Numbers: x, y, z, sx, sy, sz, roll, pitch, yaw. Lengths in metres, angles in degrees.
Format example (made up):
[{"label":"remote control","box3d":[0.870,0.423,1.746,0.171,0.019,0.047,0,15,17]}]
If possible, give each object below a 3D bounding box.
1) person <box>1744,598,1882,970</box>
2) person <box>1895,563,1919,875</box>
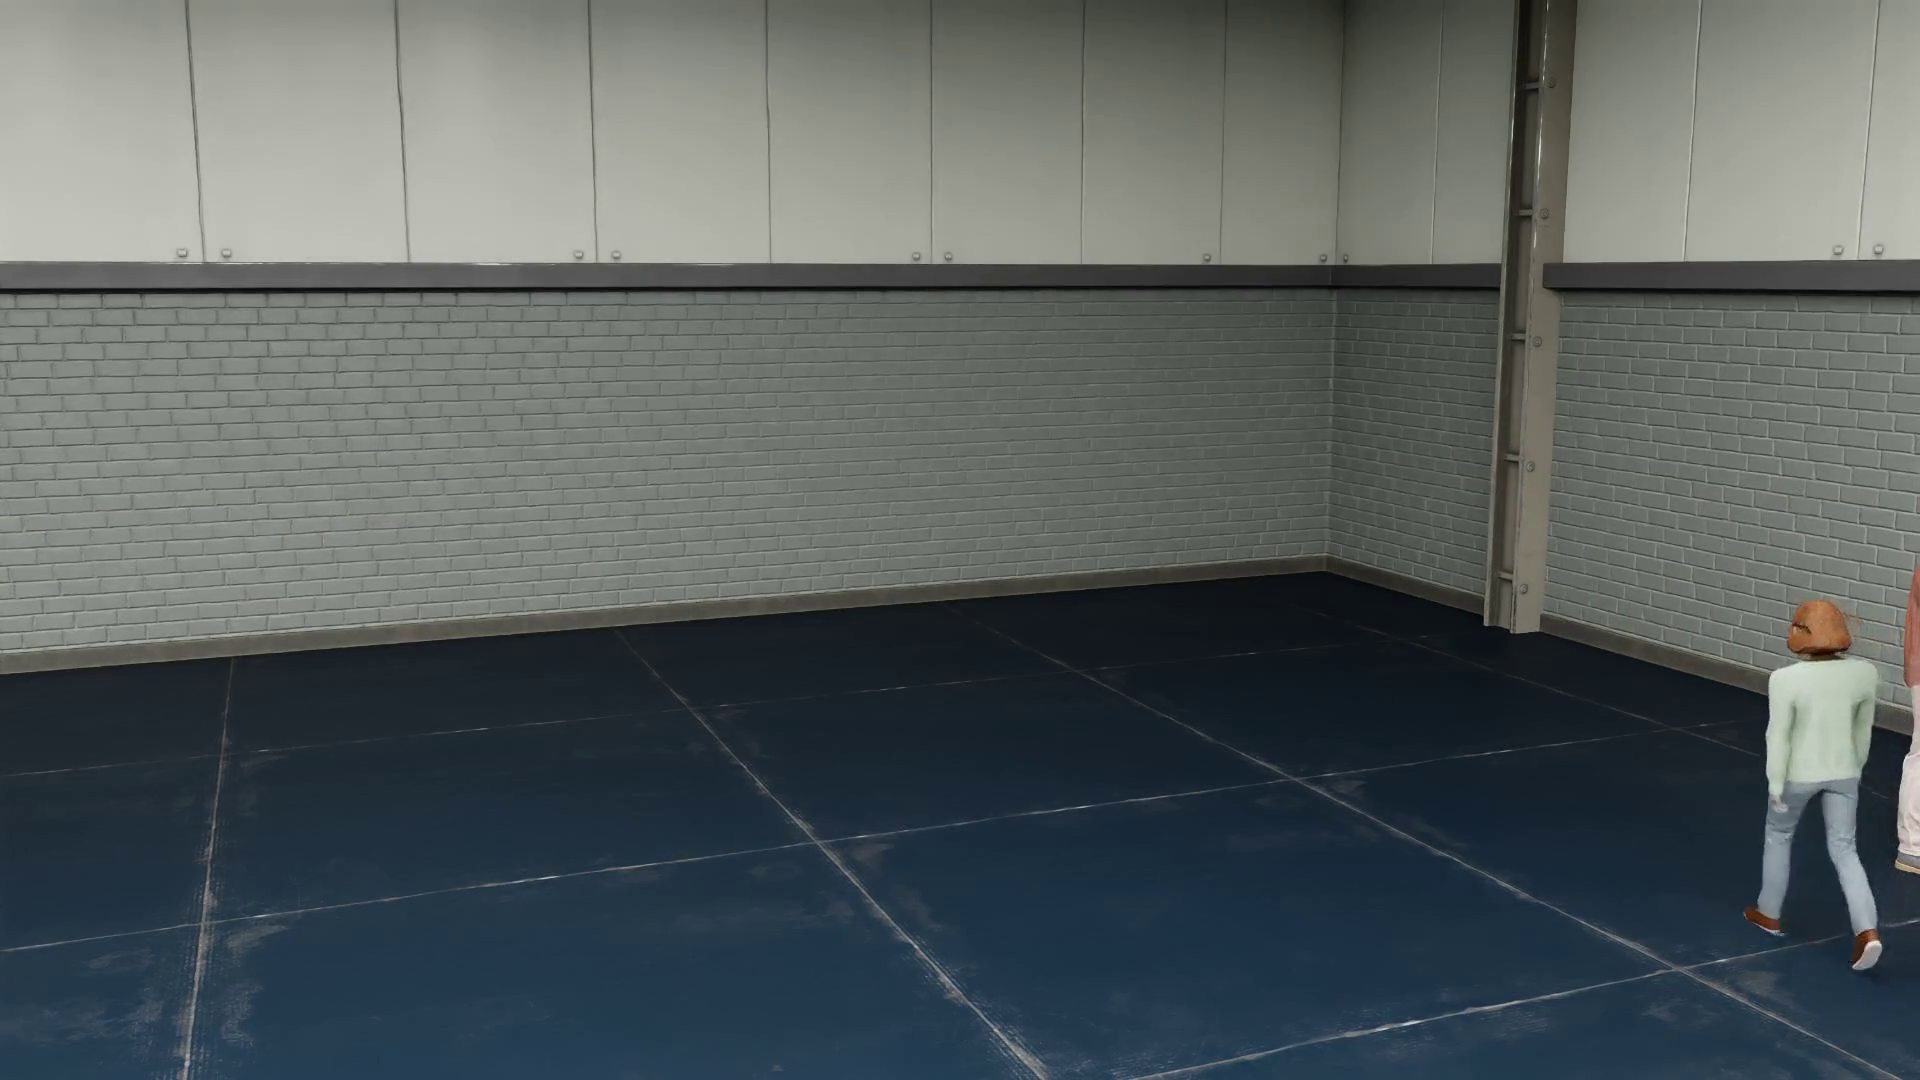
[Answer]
[{"label":"person","box3d":[3.839,1.062,7.393,0.500,1.604,0.777,0,9,0]},{"label":"person","box3d":[4.988,0.703,8.440,0.375,1.997,0.612,6,11,35]}]
